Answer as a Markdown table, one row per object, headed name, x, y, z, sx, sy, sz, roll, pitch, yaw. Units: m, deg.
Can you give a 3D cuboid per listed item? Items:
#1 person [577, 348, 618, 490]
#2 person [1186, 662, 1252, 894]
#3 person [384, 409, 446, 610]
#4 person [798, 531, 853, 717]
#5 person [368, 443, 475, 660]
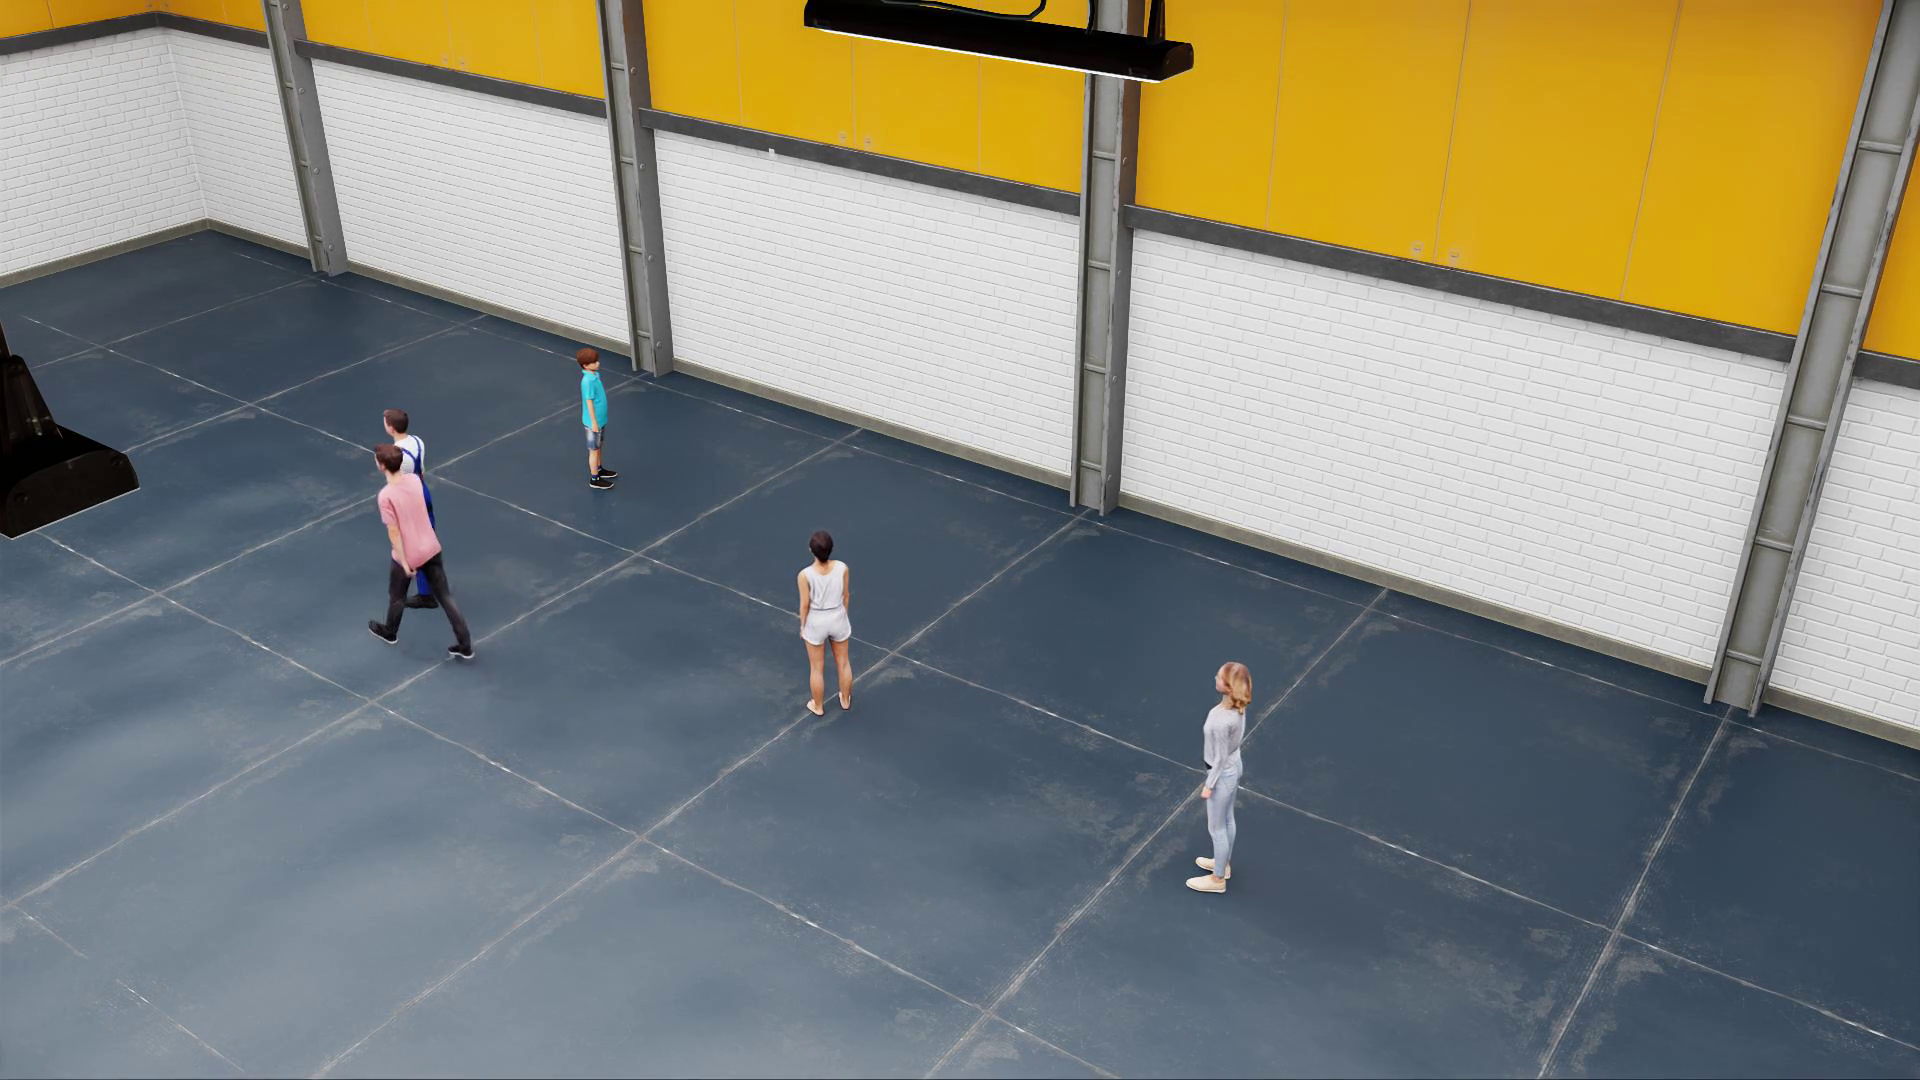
| name | x | y | z | sx | sy | sz | roll | pitch | yaw |
| --- | --- | --- | --- | --- | --- | --- | --- | --- | --- |
| person | -3.641 | -1.238 | 16.553 | 0.629 | 1.449 | 0.595 | -1 | 29 | -1 |
| person | 1.748 | 1.566 | 11.051 | 0.586 | 1.795 | 0.631 | 12 | 31 | 20 |
| person | -4.729 | -0.291 | 14.397 | 0.694 | 1.851 | 0.705 | 6 | 29 | 11 |
| person | -1.042 | 0.644 | 12.942 | 0.666 | 1.604 | 0.706 | -11 | 30 | -19 |
| person | -4.346 | 0.150 | 13.527 | 1.249 | 1.910 | 0.688 | 16 | 32 | 27 |
